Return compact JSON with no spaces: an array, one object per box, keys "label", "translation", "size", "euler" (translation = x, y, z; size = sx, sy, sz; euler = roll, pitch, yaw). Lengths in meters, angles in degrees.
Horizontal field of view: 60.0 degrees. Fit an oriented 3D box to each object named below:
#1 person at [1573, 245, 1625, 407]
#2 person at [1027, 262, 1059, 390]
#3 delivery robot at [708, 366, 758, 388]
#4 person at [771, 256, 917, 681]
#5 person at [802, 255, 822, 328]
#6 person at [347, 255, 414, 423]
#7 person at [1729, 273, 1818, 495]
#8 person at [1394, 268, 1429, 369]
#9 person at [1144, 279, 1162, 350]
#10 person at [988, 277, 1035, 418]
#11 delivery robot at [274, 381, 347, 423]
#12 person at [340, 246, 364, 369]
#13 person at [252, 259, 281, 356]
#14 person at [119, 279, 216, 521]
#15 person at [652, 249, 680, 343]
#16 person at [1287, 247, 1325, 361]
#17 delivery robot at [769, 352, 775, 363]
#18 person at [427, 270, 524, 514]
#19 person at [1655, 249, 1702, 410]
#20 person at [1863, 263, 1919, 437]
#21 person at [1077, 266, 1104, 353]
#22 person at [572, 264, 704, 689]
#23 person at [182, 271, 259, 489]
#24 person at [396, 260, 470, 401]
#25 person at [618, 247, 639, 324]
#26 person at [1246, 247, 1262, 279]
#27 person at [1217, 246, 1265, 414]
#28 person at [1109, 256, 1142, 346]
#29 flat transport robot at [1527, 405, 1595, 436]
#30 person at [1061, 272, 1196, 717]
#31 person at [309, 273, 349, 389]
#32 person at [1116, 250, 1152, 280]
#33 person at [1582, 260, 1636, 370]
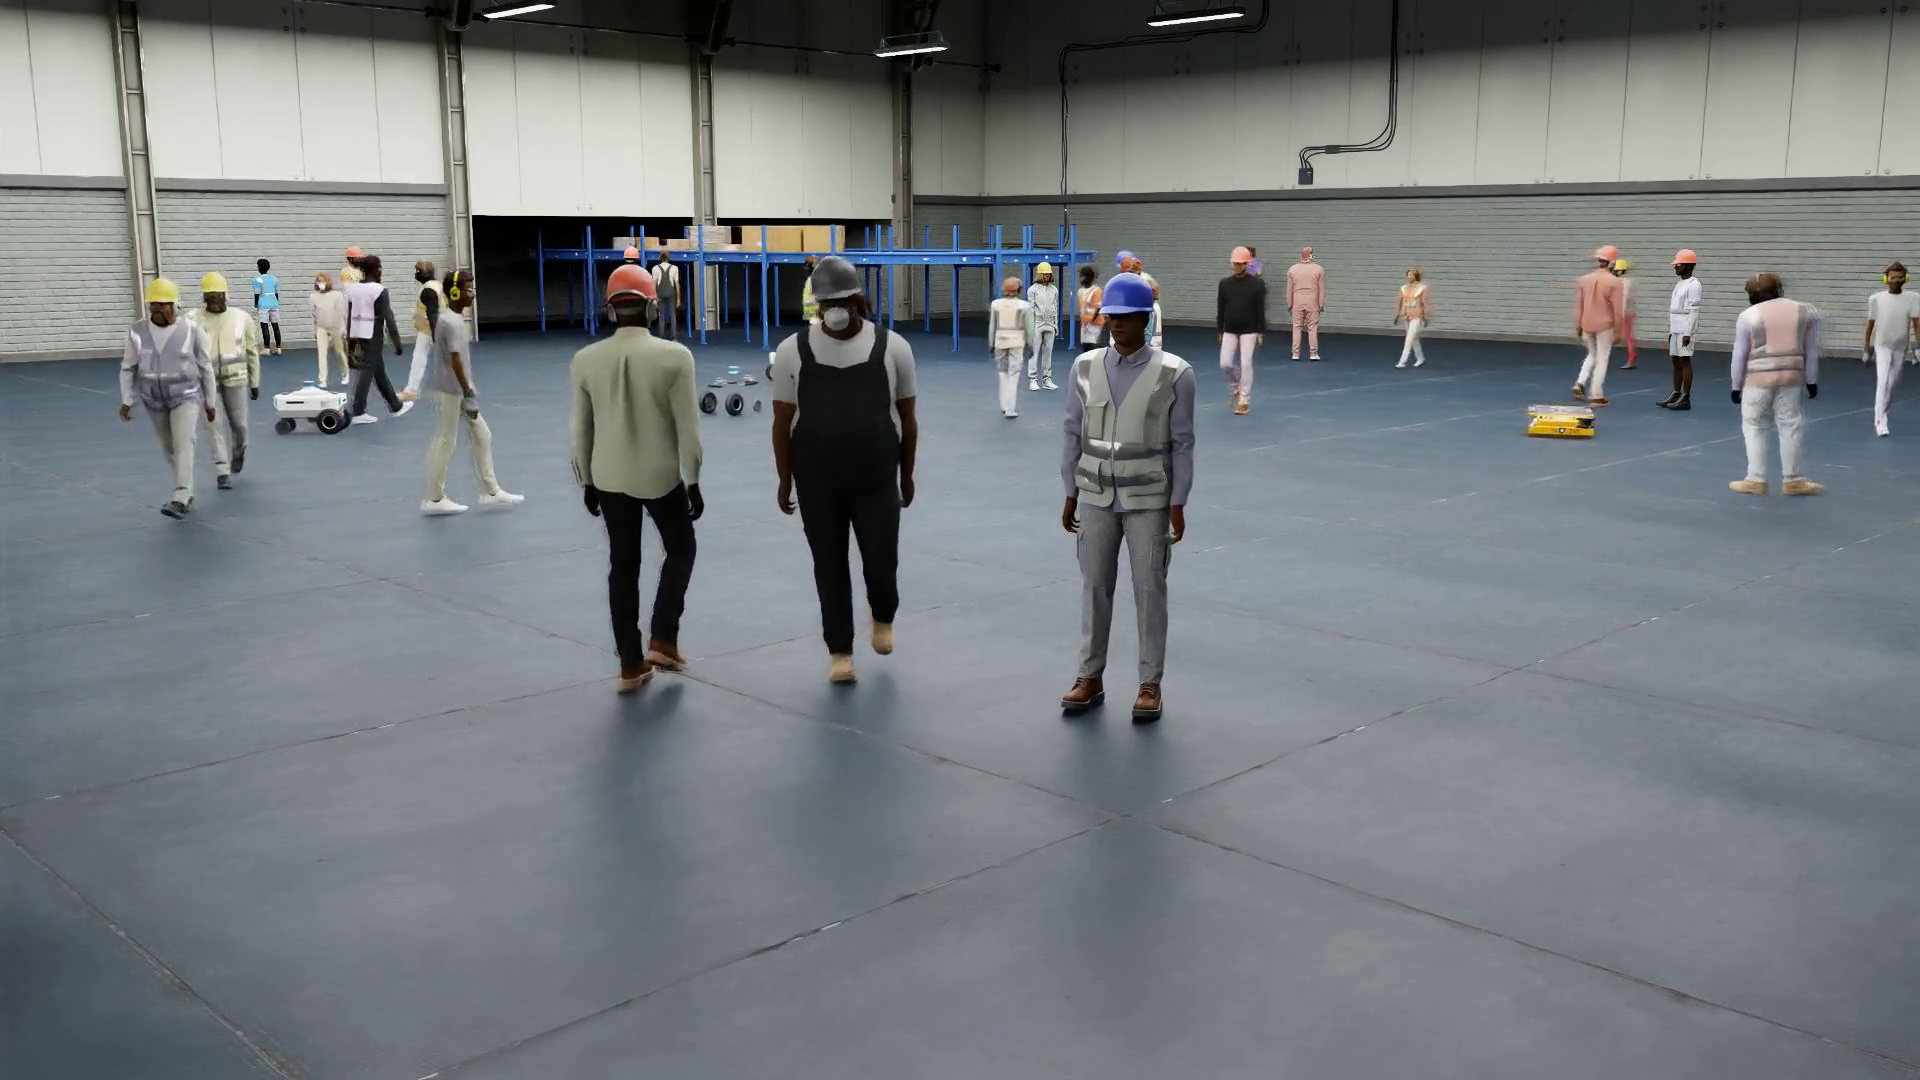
[{"label":"person","translation":[7.923,-2.639,20.565],"size":[0.438,1.981,0.648],"euler":[-7,12,-33]},{"label":"person","translation":[1.155,-2.945,22.902],"size":[0.488,1.744,0.295],"euler":[-7,12,-32]},{"label":"delivery robot","translation":[-2.725,-1.969,19.969],"size":[0.335,0.223,0.698],"euler":[7,12,33]},{"label":"person","translation":[-0.556,-0.327,7.926],"size":[0.700,2.000,0.566],"euler":[0,10,-2]},{"label":"person","translation":[-2.194,-3.259,24.427],"size":[0.817,1.809,0.656],"euler":[-4,11,-20]},{"label":"person","translation":[-6.618,-2.297,18.996],"size":[0.625,1.867,0.971],"euler":[7,13,34]},{"label":"person","translation":[6.737,-1.286,13.711],"size":[0.772,1.813,0.432],"euler":[0,10,0]},{"label":"person","translation":[7.237,-3.550,26.607],"size":[0.871,1.593,0.534],"euler":[-8,13,-37]},{"label":"person","translation":[2.043,-2.005,18.058],"size":[0.306,1.639,0.524],"euler":[3,11,16]},{"label":"person","translation":[0.619,-2.243,19.408],"size":[0.542,1.615,0.621],"euler":[4,11,22]},{"label":"delivery robot","translation":[-7.027,-1.477,17.995],"size":[0.707,0.478,0.477],"euler":[-2,11,-8]},{"label":"person","translation":[-9.683,-3.736,26.678],"size":[0.372,1.939,0.544],"euler":[1,10,7]},{"label":"person","translation":[-12.245,-4.108,29.369],"size":[0.319,1.697,0.532],"euler":[5,12,27]},{"label":"person","translation":[-5.940,-1.054,12.472],"size":[0.601,1.787,0.913],"euler":[-1,10,-4]},{"label":"person","translation":[-5.666,-4.678,32.073],"size":[0.515,1.842,0.328],"euler":[-2,11,-11]},{"label":"person","translation":[5.870,-3.999,28.216],"size":[0.640,1.904,0.401],"euler":[4,11,22]},{"label":"delivery robot","translation":[-2.421,-2.646,24.370],"size":[0.707,0.478,0.477],"euler":[2,11,12]},{"label":"person","translation":[-3.715,-1.121,12.676],"size":[0.836,1.834,0.571],"euler":[-2,11,-11]},{"label":"person","translation":[8.819,-2.574,20.344],"size":[0.354,1.939,0.544],"euler":[0,10,1]},{"label":"person","translation":[9.975,-2.052,17.816],"size":[0.512,1.831,0.936],"euler":[3,11,16]},{"label":"person","translation":[1.847,-3.055,23.727],"size":[0.496,1.662,0.559],"euler":[-6,12,-29]},{"label":"person","translation":[-1.497,-0.294,7.811],"size":[0.640,1.970,0.450],"euler":[2,11,8]},{"label":"person","translation":[-6.287,-1.377,14.161],"size":[0.598,1.814,0.673],"euler":[-5,11,-24]},{"label":"person","translation":[-6.810,-2.706,21.487],"size":[0.972,1.799,0.630],"euler":[-1,10,-7]},{"label":"person","translation":[-4.911,-3.425,24.987],"size":[0.543,1.938,0.357],"euler":[-1,10,-3]},{"label":"person","translation":[6.372,-5.518,36.654],"size":[0.563,1.844,0.393],"euler":[5,11,25]},{"label":"person","translation":[3.343,-2.497,19.827],"size":[0.619,1.980,0.455],"euler":[5,12,28]},{"label":"person","translation":[1.756,-2.032,17.527],"size":[0.355,1.887,0.574],"euler":[-1,10,-4]},{"label":"flat transport robot","translation":[6.550,-1.318,18.159],"size":[0.652,0.197,1.431],"euler":[3,11,17]},{"label":"person","translation":[0.726,-0.193,7.329],"size":[0.602,1.949,0.391],"euler":[5,11,24]},{"label":"person","translation":[-8.845,-2.952,23.351],"size":[0.514,1.595,0.850],"euler":[-1,10,-3]},{"label":"person","translation":[2.419,-3.047,23.017],"size":[0.655,1.902,0.594],"euler":[4,11,23]},{"label":"person","translation":[10.358,-3.554,26.287],"size":[0.897,1.722,0.538],"euler":[-3,11,-14]}]
